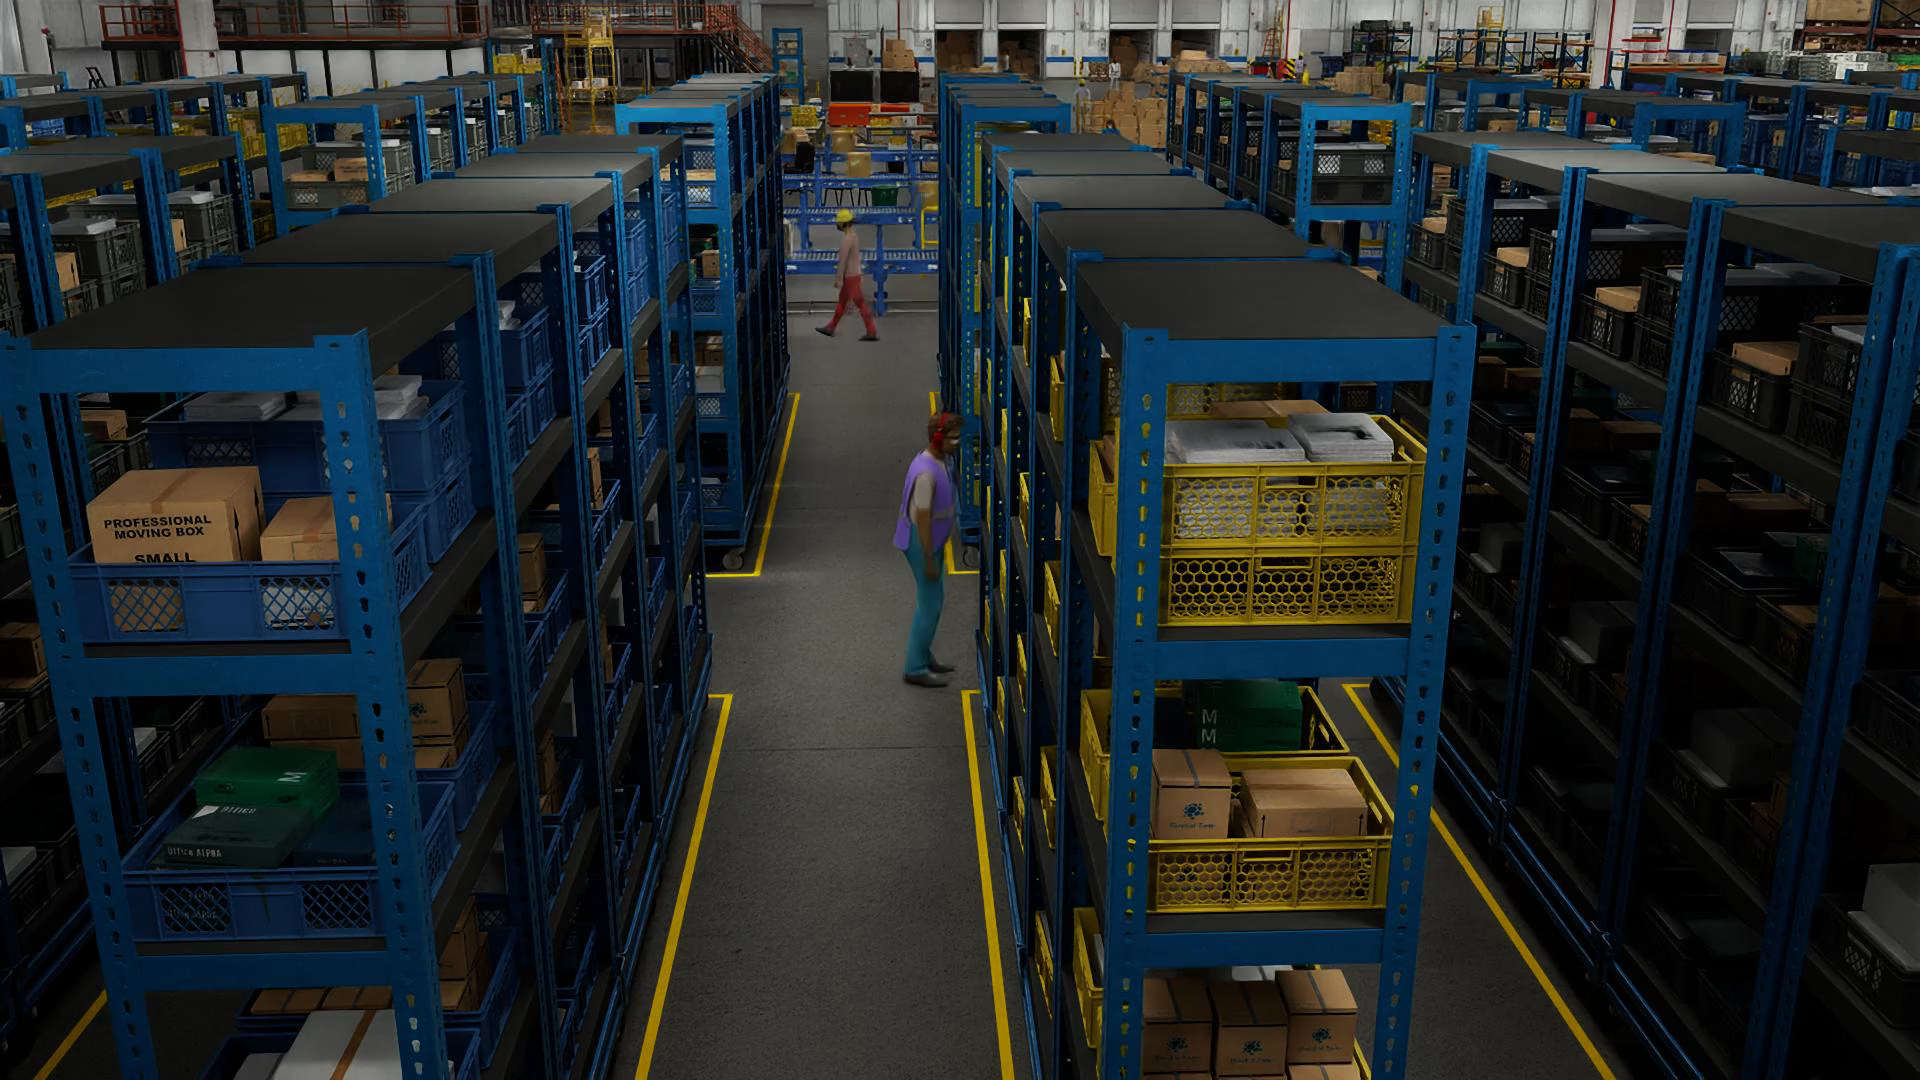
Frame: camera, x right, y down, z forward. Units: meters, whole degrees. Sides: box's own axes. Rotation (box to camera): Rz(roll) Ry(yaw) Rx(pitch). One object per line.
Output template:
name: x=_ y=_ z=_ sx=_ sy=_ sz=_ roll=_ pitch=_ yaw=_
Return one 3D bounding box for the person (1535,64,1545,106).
person: x=24.092 y=-18.864 z=69.280 sx=0.511 sy=1.860 sz=0.325 roll=-9 pitch=20 yaw=-26

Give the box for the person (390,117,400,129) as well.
person: x=-18.040 y=-13.533 z=52.978 sx=0.486 sy=1.735 sz=0.322 roll=8 pitch=19 yaw=23

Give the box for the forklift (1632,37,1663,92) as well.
forklift: x=30.734 y=-21.042 z=74.377 sx=1.129 sy=2.768 sz=1.873 roll=-1 pitch=18 yaw=-2

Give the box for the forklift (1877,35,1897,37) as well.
forklift: x=44.184 y=-22.804 z=79.832 sx=1.129 sy=2.768 sz=1.873 roll=-1 pitch=18 yaw=-2

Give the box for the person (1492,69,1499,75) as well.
person: x=20.036 y=-16.813 z=62.813 sx=0.921 sy=1.935 sz=0.611 roll=1 pitch=18 yaw=3

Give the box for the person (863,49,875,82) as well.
person: x=-5.027 y=-26.517 z=93.020 sx=0.685 sy=1.821 sz=0.639 roll=10 pitch=20 yaw=28

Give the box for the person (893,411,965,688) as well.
person: x=-0.195 y=0.053 z=10.792 sx=0.457 sy=1.822 sz=0.591 roll=2 pitch=18 yaw=5

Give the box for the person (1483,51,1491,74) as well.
person: x=27.443 y=-24.477 z=86.620 sx=1.033 sy=1.890 sz=0.641 roll=-1 pitch=18 yaw=-4

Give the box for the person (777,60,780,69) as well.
person: x=-10.114 y=-26.256 z=92.109 sx=0.476 sy=1.891 sz=0.597 roll=-7 pitch=19 yaw=-20

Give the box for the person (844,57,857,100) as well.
person: x=-5.082 y=-21.341 z=76.858 sx=0.602 sy=1.906 sz=0.584 roll=-4 pitch=18 yaw=-12

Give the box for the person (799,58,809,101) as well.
person: x=-7.116 y=-20.955 z=75.649 sx=0.562 sy=1.917 sz=0.450 roll=-8 pitch=20 yaw=-23

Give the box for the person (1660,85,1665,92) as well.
person: x=21.710 y=-13.146 z=51.336 sx=0.606 sy=2.023 sz=0.613 roll=-4 pitch=18 yaw=-11

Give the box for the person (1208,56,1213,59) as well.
person: x=11.727 y=-21.797 z=78.300 sx=0.989 sy=1.897 sz=0.617 roll=-13 pitch=22 yaw=-36

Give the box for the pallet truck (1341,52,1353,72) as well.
pallet truck: x=18.794 y=-23.123 z=82.231 sx=0.823 sy=1.965 sz=1.885 roll=-13 pitch=22 yaw=-35

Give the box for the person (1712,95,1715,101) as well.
person: x=24.967 y=-14.586 z=55.932 sx=0.645 sy=1.915 sz=0.661 roll=14 pitch=23 yaw=37

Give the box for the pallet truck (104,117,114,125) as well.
pallet truck: x=-18.367 y=-7.885 z=35.078 sx=1.885 sy=1.965 sz=0.823 roll=1 pitch=18 yaw=2

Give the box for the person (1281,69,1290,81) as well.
person: x=12.107 y=-16.609 z=62.168 sx=0.362 sy=1.939 sz=0.542 roll=4 pitch=18 yaw=12

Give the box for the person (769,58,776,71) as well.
person: x=-9.029 y=-22.555 z=80.780 sx=0.512 sy=1.805 sz=0.885 roll=-6 pitch=19 yaw=-18

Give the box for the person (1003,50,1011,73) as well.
person: x=2.609 y=-26.142 z=91.872 sx=0.971 sy=1.818 sz=0.540 roll=7 pitch=19 yaw=22

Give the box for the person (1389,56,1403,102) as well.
person: x=19.490 y=-20.581 z=74.295 sx=0.699 sy=2.000 sz=0.704 roll=13 pitch=22 yaw=34

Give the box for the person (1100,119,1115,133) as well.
person: x=3.658 y=-9.481 z=40.651 sx=0.504 sy=1.600 sz=0.810 roll=7 pitch=19 yaw=21

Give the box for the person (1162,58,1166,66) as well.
person: x=9.320 y=-21.095 z=76.134 sx=0.573 sy=1.886 sz=0.354 roll=12 pitch=21 yaw=33

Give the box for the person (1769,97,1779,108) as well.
person: x=22.231 y=-11.206 z=45.540 sx=0.653 sy=1.883 sz=0.723 roll=1 pitch=18 yaw=2

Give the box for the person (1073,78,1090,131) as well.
person: x=4.209 y=-15.047 z=57.550 sx=0.599 sy=1.809 sz=0.773 roll=2 pitch=18 yaw=6

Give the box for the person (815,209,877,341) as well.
person: x=-1.492 y=-3.481 z=21.892 sx=0.889 sy=1.716 sz=0.541 roll=3 pitch=18 yaw=8

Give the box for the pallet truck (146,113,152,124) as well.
pallet truck: x=-18.087 y=-8.309 z=36.390 sx=1.885 sy=1.965 sz=0.823 roll=-1 pitch=18 yaw=-4

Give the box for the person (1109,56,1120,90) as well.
person: x=7.310 y=-21.906 z=78.670 sx=0.574 sy=1.877 sz=0.354 roll=-5 pitch=19 yaw=-15

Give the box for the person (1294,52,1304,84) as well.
person: x=17.090 y=-23.589 z=83.797 sx=0.588 sy=1.919 sz=0.390 roll=-12 pitch=21 yaw=-32
